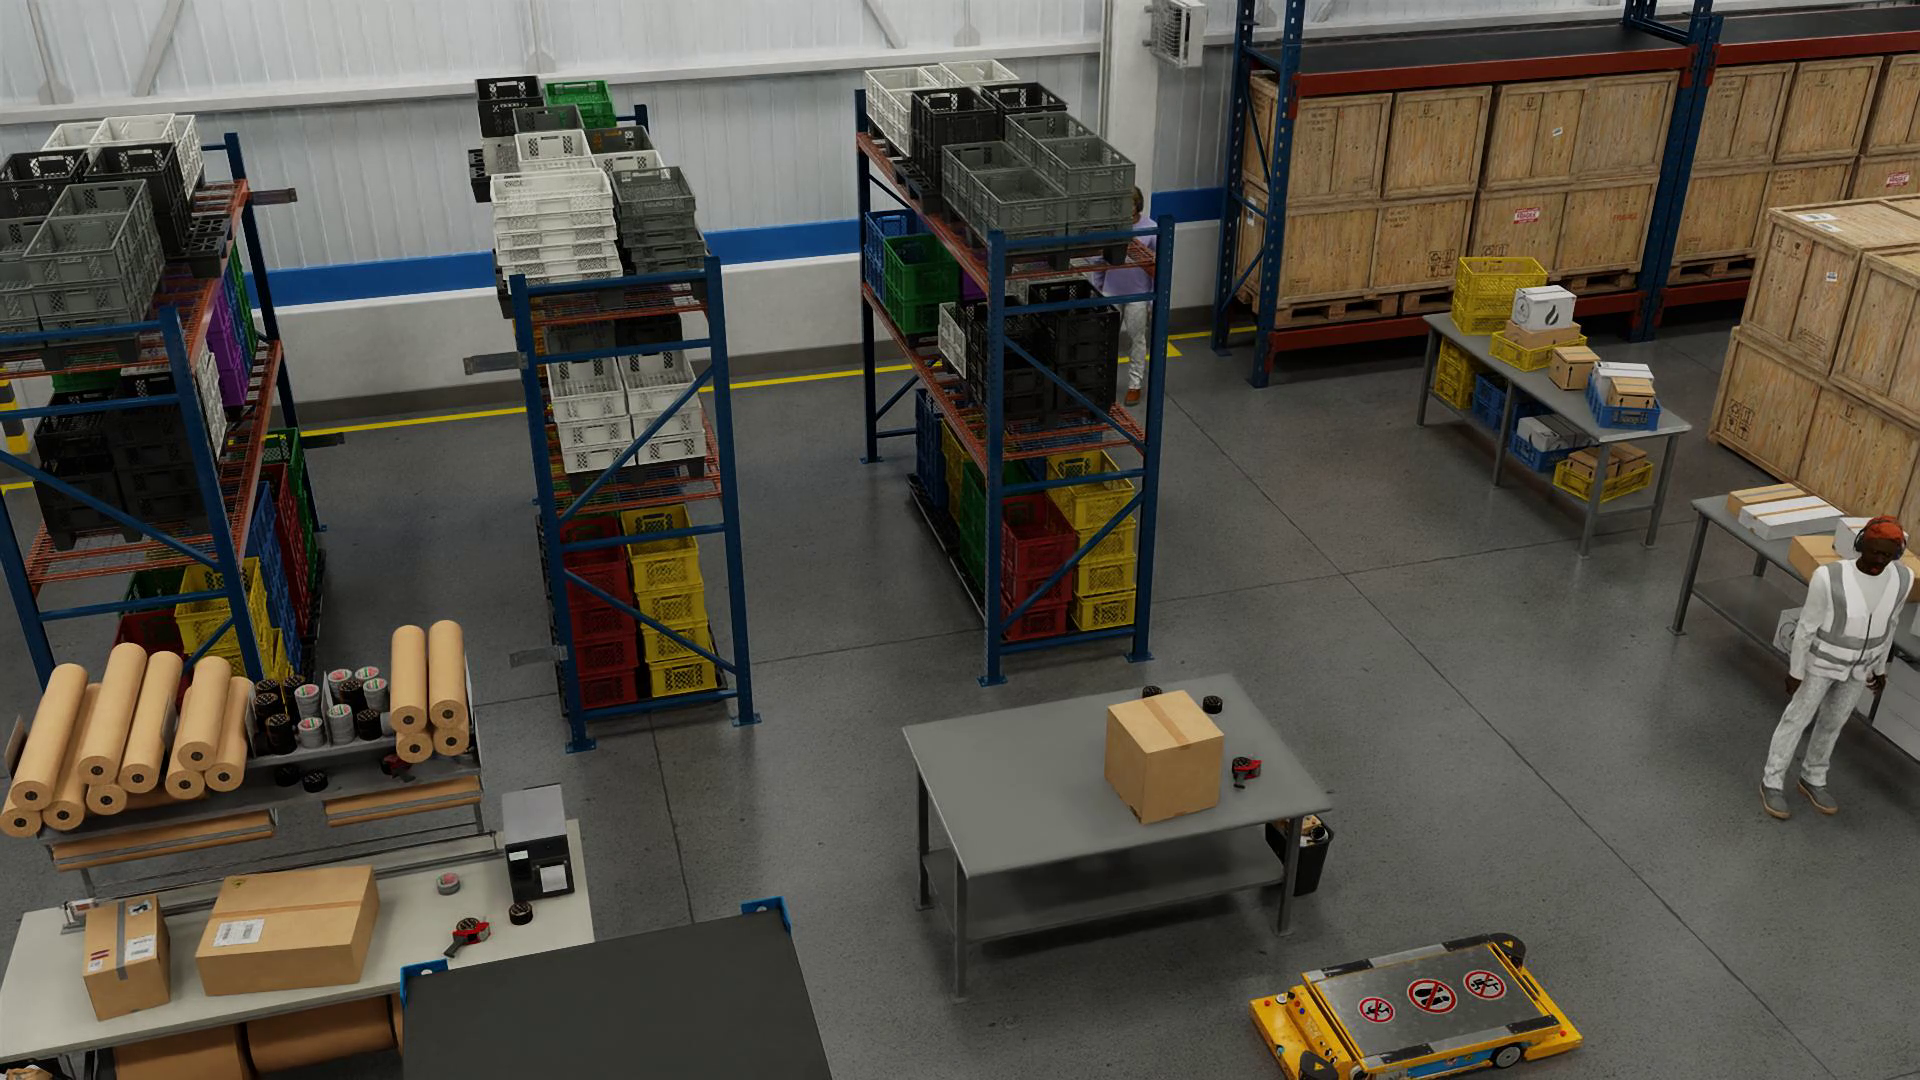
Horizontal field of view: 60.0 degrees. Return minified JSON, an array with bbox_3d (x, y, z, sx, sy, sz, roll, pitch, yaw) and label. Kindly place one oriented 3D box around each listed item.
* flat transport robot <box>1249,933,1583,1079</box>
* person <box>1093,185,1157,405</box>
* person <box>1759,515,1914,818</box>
[{"bbox_3d":[2.184,2.282,7.980,1.431,0.197,0.652,-8,30,-14],"label":"flat transport robot"},{"bbox_3d":[1.423,-2.101,14.237,0.627,1.940,0.376,14,32,23],"label":"person"},{"bbox_3d":[4.859,0.702,9.201,0.576,1.876,0.354,-3,29,-5],"label":"person"}]
